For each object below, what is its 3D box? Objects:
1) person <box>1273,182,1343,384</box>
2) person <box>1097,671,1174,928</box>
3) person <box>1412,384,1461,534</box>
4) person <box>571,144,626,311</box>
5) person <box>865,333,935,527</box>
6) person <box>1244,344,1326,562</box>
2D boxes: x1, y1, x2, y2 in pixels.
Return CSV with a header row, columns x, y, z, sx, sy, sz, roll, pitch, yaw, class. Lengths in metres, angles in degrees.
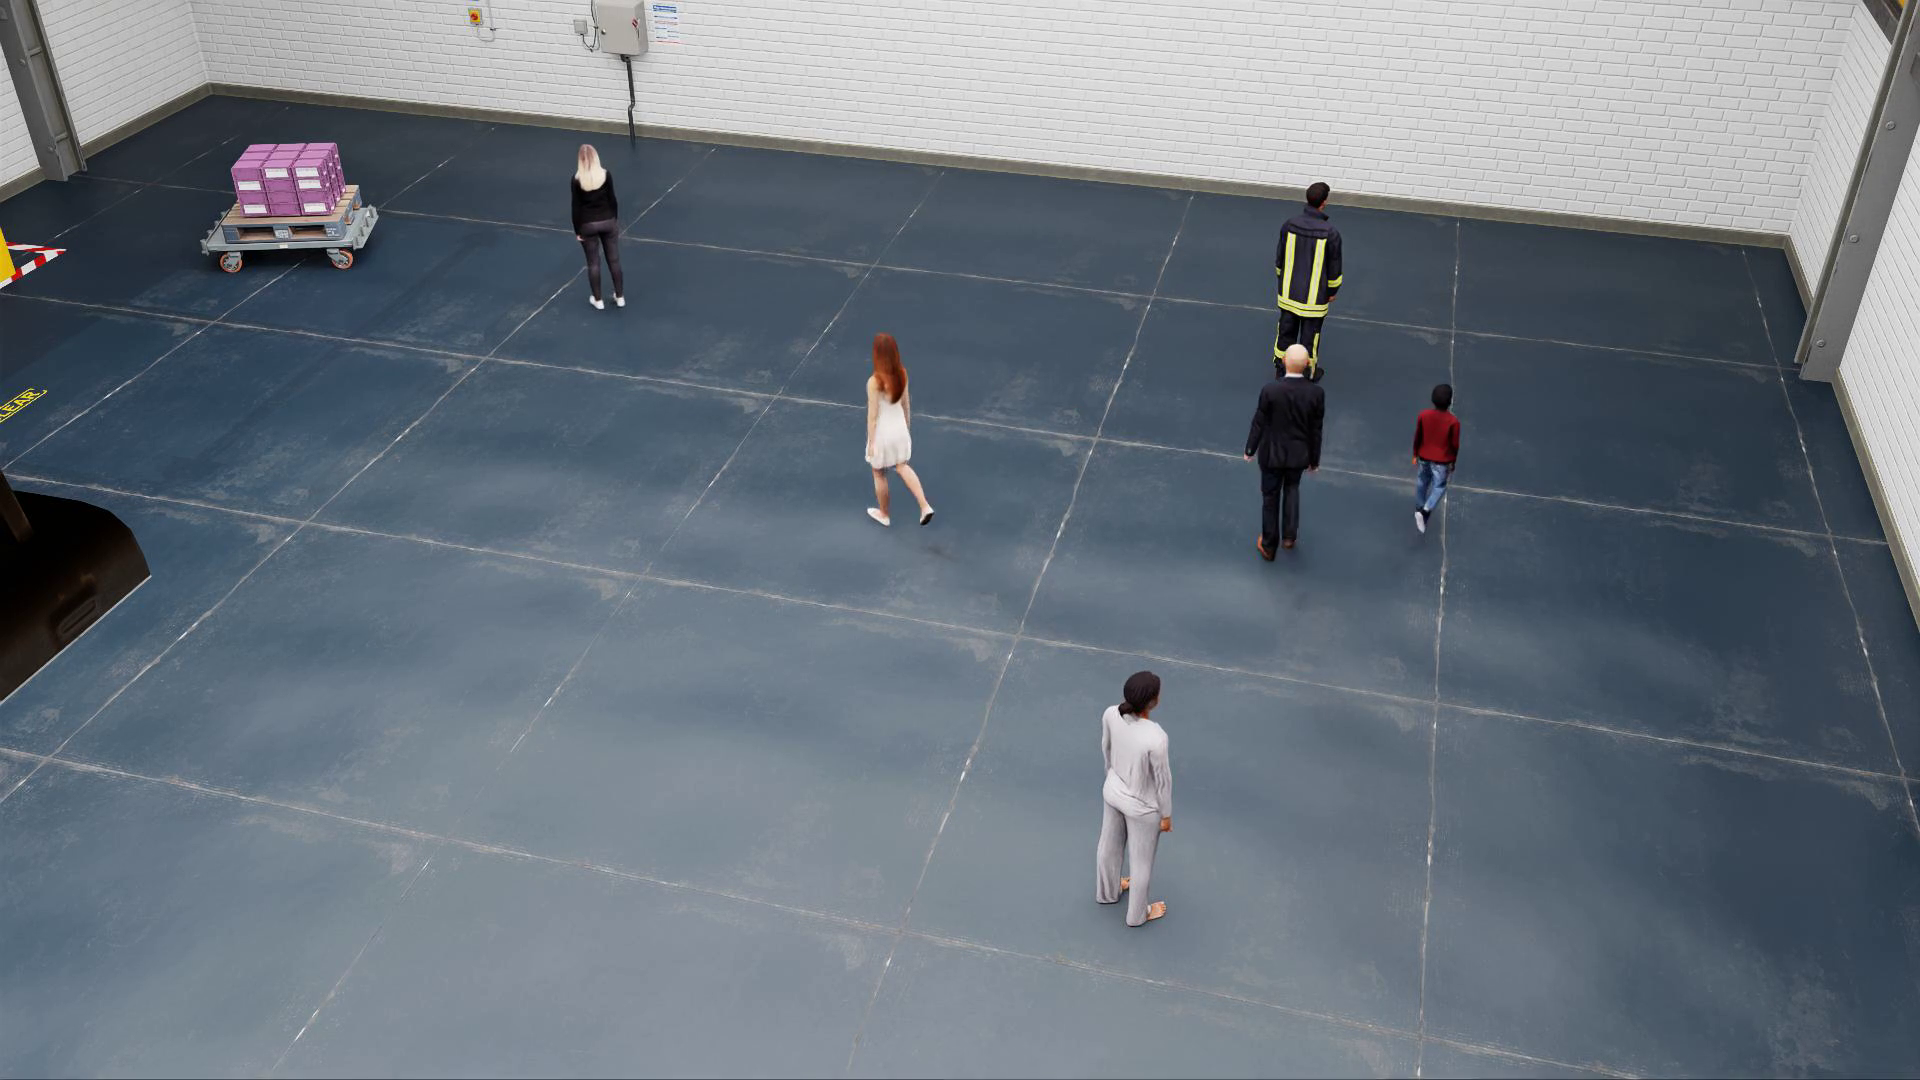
x,y,z,sx,sy,sz,roll,pitch,yaw,class
3.131,-2.315,15.057,0.864,1.928,0.798,20,38,27,person
0.995,1.469,9.535,0.728,1.737,0.719,-26,41,-33,person
3.744,-0.644,13.160,0.650,1.244,0.794,22,39,29,person
-3.577,-3.085,16.433,0.695,1.686,0.728,-13,36,-18,person
-0.498,-0.788,12.968,0.941,1.695,0.914,-27,42,-34,person
2.467,-0.603,12.608,0.774,1.787,0.736,-2,34,-3,person
